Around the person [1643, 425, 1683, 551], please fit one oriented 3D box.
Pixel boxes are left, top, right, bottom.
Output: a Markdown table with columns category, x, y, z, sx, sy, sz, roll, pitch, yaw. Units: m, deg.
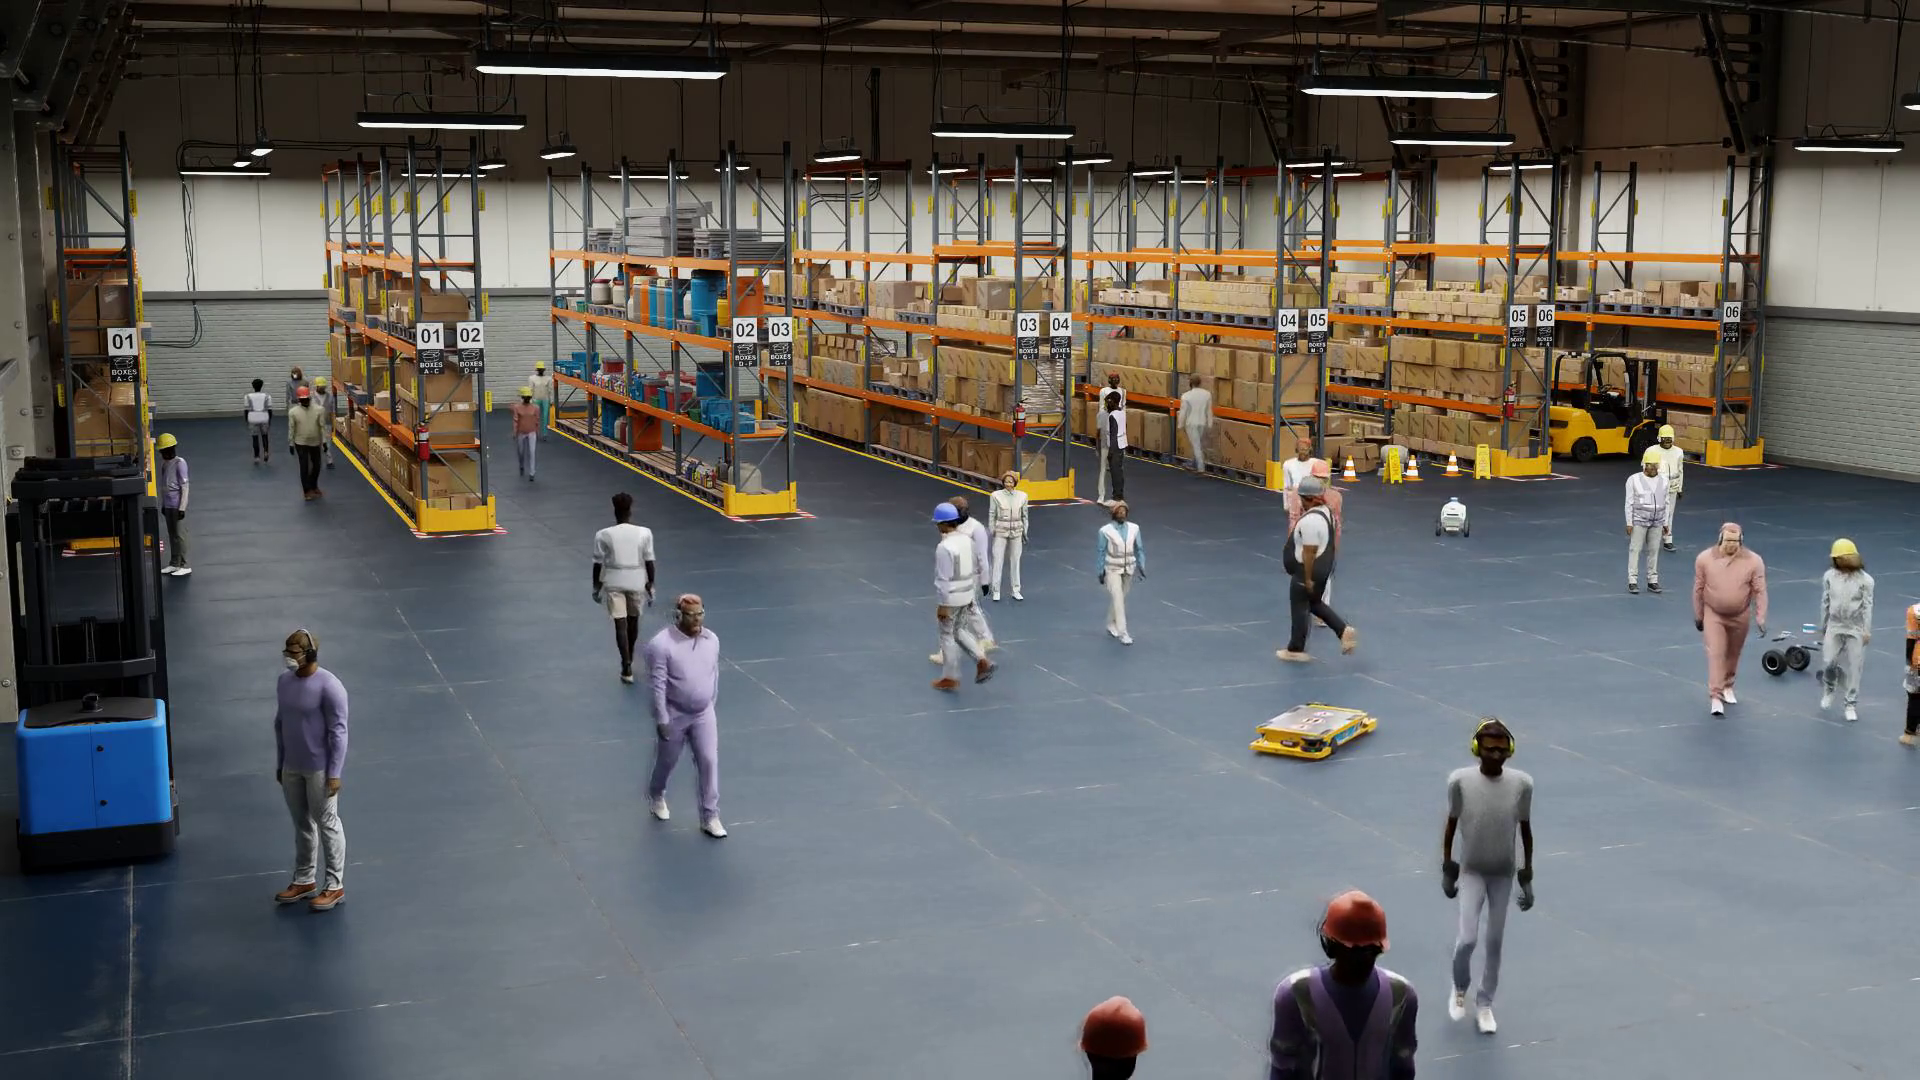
| category | x | y | z | sx | sy | sz | roll | pitch | yaw |
| --- | --- | --- | --- | --- | --- | --- | --- | --- | --- |
| person | 10.145 | -0.750 | 30.200 | 0.599 | 1.832 | 0.404 | -1 | 9 | -5 |

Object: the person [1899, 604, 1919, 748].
| category | x | y | z | sx | sy | sz | roll | pitch | yaw |
| --- | --- | --- | --- | --- | --- | --- | --- | --- | --- |
| person | 8.632 | 1.084 | 18.539 | 0.539 | 1.664 | 0.827 | 1 | 9 | 7 |

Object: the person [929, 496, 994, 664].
| category | x | y | z | sx | sy | sz | roll | pitch | yaw |
| --- | --- | --- | --- | --- | --- | --- | --- | --- | --- |
| person | 0.041 | 0.406 | 22.678 | 0.938 | 1.794 | 0.646 | -7 | 11 | -38 |

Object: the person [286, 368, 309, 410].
| category | x | y | z | sx | sy | sz | roll | pitch | yaw |
| --- | --- | --- | --- | --- | --- | --- | --- | --- | --- |
| person | -14.579 | -3.017 | 46.143 | 0.504 | 1.582 | 0.882 | 0 | 9 | -2 |

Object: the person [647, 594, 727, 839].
| category | x | y | z | sx | sy | sz | roll | pitch | yaw |
| --- | --- | --- | --- | --- | --- | --- | --- | --- | --- |
| person | -2.154 | 1.322 | 16.284 | 0.637 | 1.870 | 0.940 | -6 | 10 | -33 |

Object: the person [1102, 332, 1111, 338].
| category | x | y | z | sx | sy | sz | roll | pitch | yaw |
| --- | --- | --- | --- | --- | --- | --- | --- | --- | --- |
| person | 3.941 | -4.580 | 55.575 | 0.424 | 1.881 | 0.650 | 0 | 9 | 0 |

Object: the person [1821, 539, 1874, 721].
| category | x | y | z | sx | sy | sz | roll | pitch | yaw |
| --- | --- | --- | --- | --- | --- | --- | --- | --- | --- |
| person | 8.441 | 0.844 | 19.959 | 0.472 | 1.723 | 0.389 | 6 | 10 | 33 |

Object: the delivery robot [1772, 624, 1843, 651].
| category | x | y | z | sx | sy | sz | roll | pitch | yaw |
| --- | --- | --- | --- | --- | --- | --- | --- | --- | --- |
| delivery robot | 8.830 | 0.990 | 21.806 | 0.335 | 0.223 | 0.698 | -6 | 10 | -35 |

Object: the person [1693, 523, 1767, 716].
| category | x | y | z | sx | sy | sz | roll | pitch | yaw |
| --- | --- | --- | --- | --- | --- | --- | --- | --- | --- |
| person | 7.444 | 0.739 | 20.277 | 0.653 | 1.846 | 1.031 | 3 | 9 | 17 |

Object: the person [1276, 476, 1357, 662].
| category | x | y | z | sx | sy | sz | roll | pitch | yaw |
| --- | --- | --- | --- | --- | --- | --- | --- | --- | --- |
| person | 3.838 | 0.319 | 22.522 | 0.750 | 2.000 | 0.692 | 5 | 10 | 30 |

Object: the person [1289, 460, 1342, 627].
| category | x | y | z | sx | sy | sz | roll | pitch | yaw |
| --- | --- | --- | --- | --- | --- | --- | --- | --- | --- |
| person | 4.207 | -0.001 | 24.828 | 0.616 | 1.956 | 0.987 | 1 | 9 | 6 |

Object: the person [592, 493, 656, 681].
| category | x | y | z | sx | sy | sz | roll | pitch | yaw |
| --- | --- | --- | --- | --- | --- | --- | --- | --- | --- |
| person | -3.523 | 0.459 | 21.847 | 0.633 | 1.911 | 0.984 | -3 | 9 | -19 |

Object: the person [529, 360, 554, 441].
| category | x | y | z | sx | sy | sz | roll | pitch | yaw |
| --- | --- | --- | --- | --- | --- | --- | --- | --- | --- |
| person | -9.149 | -3.049 | 45.756 | 0.543 | 1.755 | 0.376 | -2 | 9 | -16 |

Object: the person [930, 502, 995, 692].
| category | x | y | z | sx | sy | sz | roll | pitch | yaw |
| --- | --- | --- | --- | --- | --- | --- | --- | --- | --- |
| person | -0.025 | 0.579 | 21.025 | 0.578 | 1.925 | 0.620 | 5 | 10 | 28 |

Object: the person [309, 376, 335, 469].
| category | x | y | z | sx | sy | sz | roll | pitch | yaw |
| --- | --- | --- | --- | --- | --- | --- | --- | --- | --- |
| person | -12.403 | -2.294 | 40.588 | 0.585 | 1.802 | 0.724 | -5 | 10 | -30 |

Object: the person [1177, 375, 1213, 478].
| category | x | y | z | sx | sy | sz | roll | pitch | yaw |
| --- | --- | --- | --- | --- | --- | --- | --- | --- | --- |
| person | 4.361 | -2.143 | 39.257 | 0.641 | 1.891 | 1.007 | -4 | 10 | -27 |

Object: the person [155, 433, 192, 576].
| category | x | y | z | sx | sy | sz | roll | pitch | yaw |
| --- | --- | --- | --- | --- | --- | --- | --- | --- | --- |
| person | -10.568 | -0.479 | 28.113 | 0.585 | 1.917 | 0.381 | 8 | 12 | 43 |

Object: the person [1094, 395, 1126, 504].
| category | x | y | z | sx | sy | sz | roll | pitch | yaw |
| --- | --- | --- | --- | --- | --- | --- | --- | --- | --- |
| person | 2.541 | -1.545 | 35.380 | 0.535 | 1.868 | 0.309 | 0 | 9 | 0 |

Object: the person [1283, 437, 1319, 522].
| category | x | y | z | sx | sy | sz | roll | pitch | yaw |
| --- | --- | --- | --- | --- | --- | --- | --- | --- | --- |
| person | 4.687 | -0.497 | 28.490 | 0.586 | 1.853 | 0.893 | 2 | 9 | 14 |

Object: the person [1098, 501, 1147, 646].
| category | x | y | z | sx | sy | sz | roll | pitch | yaw |
| --- | --- | --- | --- | --- | --- | --- | --- | --- | --- |
| person | 1.806 | 0.350 | 23.647 | 0.512 | 1.598 | 0.859 | -4 | 9 | -25 |

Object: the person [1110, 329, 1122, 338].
| category | x | y | z | sx | sy | sz | roll | pitch | yaw |
| --- | --- | --- | --- | --- | --- | --- | --- | --- | --- |
| person | 4.216 | -4.519 | 54.784 | 0.883 | 2.010 | 0.606 | -3 | 9 | -18 |

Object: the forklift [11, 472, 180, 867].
| category | x | y | z | sx | sy | sz | roll | pitch | yaw |
| --- | --- | --- | --- | --- | --- | --- | --- | --- | --- |
| forklift | -6.630 | 0.886 | 15.957 | 1.129 | 2.768 | 1.873 | -3 | 9 | -21 |

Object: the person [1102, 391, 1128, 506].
| category | x | y | z | sx | sy | sz | roll | pitch | yaw |
| --- | --- | --- | --- | --- | --- | --- | --- | --- | --- |
| person | 2.617 | -1.539 | 35.177 | 0.382 | 1.917 | 0.596 | 3 | 9 | 17 |

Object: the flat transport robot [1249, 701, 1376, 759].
| category | x | y | z | sx | sy | sz | roll | pitch | yaw |
| --- | --- | --- | --- | --- | --- | --- | --- | --- | --- |
| flat transport robot | 3.227 | 1.719 | 19.060 | 0.652 | 0.197 | 1.431 | 5 | 10 | 31 |

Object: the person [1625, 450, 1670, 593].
| category | x | y | z | sx | sy | sz | roll | pitch | yaw |
| --- | --- | --- | --- | --- | --- | --- | --- | --- | --- |
| person | 8.807 | -0.243 | 26.808 | 0.590 | 1.837 | 0.403 | -1 | 9 | -7 |

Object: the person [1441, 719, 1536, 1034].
| category | x | y | z | sx | sy | sz | roll | pitch | yaw |
| --- | --- | --- | --- | --- | --- | --- | --- | --- | --- |
| person | 3.077 | 1.946 | 12.154 | 0.505 | 1.857 | 0.406 | 1 | 9 | 4 |

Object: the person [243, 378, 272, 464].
| category | x | y | z | sx | sy | sz | roll | pitch | yaw |
| --- | --- | --- | --- | --- | --- | --- | --- | --- | --- |
| person | -13.870 | -2.349 | 41.382 | 0.543 | 1.678 | 0.505 | -4 | 9 | -23 |

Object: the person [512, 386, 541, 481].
| category | x | y | z | sx | sy | sz | roll | pitch | yaw |
| --- | --- | --- | --- | --- | --- | --- | --- | --- | --- |
| person | -8.030 | -1.996 | 38.794 | 0.524 | 1.741 | 0.756 | -2 | 9 | -13 |

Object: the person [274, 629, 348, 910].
| category | x | y | z | sx | sy | sz | roll | pitch | yaw |
| --- | --- | --- | --- | --- | --- | --- | --- | --- | --- |
| person | -4.472 | 1.566 | 14.406 | 0.627 | 1.940 | 0.370 | 5 | 10 | 31 |

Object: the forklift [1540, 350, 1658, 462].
| category | x | y | z | sx | sy | sz | roll | pitch | yaw |
| --- | --- | --- | --- | --- | --- | --- | --- | --- | --- |
| forklift | 12.897 | -2.725 | 42.309 | 2.313 | 2.155 | 1.214 | -3 | 9 | -21 |

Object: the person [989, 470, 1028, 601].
| category | x | y | z | sx | sy | sz | roll | pitch | yaw |
| --- | --- | --- | --- | --- | --- | --- | --- | --- | --- |
| person | 0.607 | -0.058 | 26.230 | 0.512 | 1.639 | 0.311 | -2 | 9 | -12 |

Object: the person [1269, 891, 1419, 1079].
| category | x | y | z | sx | sy | sz | roll | pitch | yaw |
| --- | --- | --- | --- | --- | --- | --- | --- | --- | --- |
| person | 1.550 | 2.382 | 8.661 | 0.616 | 2.029 | 0.690 | -1 | 9 | -8 |

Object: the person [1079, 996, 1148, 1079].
| category | x | y | z | sx | sy | sz | roll | pitch | yaw |
| --- | --- | --- | --- | --- | --- | --- | --- | --- | --- |
| person | 0.474 | 2.612 | 7.542 | 0.543 | 1.914 | 0.794 | 4 | 10 | 26 |

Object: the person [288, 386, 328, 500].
| category | x | y | z | sx | sy | sz | roll | pitch | yaw |
| --- | --- | --- | --- | --- | --- | --- | --- | --- | --- |
| person | -11.241 | -1.684 | 36.021 | 0.639 | 1.963 | 0.721 | -5 | 10 | -29 |

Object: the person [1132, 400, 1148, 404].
| category | x | y | z | sx | sy | sz | roll | pitch | yaw |
| --- | --- | --- | --- | --- | --- | --- | --- | --- | --- |
| person | 4.024 | -3.291 | 46.788 | 0.545 | 1.939 | 0.354 | -3 | 9 | -21 |

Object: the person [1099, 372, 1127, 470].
| category | x | y | z | sx | sy | sz | roll | pitch | yaw |
| --- | --- | --- | --- | --- | --- | --- | --- | --- | --- |
| person | 2.945 | -2.289 | 40.292 | 0.572 | 1.883 | 0.356 | -4 | 9 | -23 |

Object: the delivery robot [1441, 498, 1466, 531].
| category | x | y | z | sx | sy | sz | roll | pitch | yaw |
| --- | --- | --- | --- | --- | --- | --- | --- | --- | --- |
| delivery robot | 7.528 | -0.399 | 31.928 | 0.477 | 0.478 | 0.707 | 2 | 9 | 16 |
